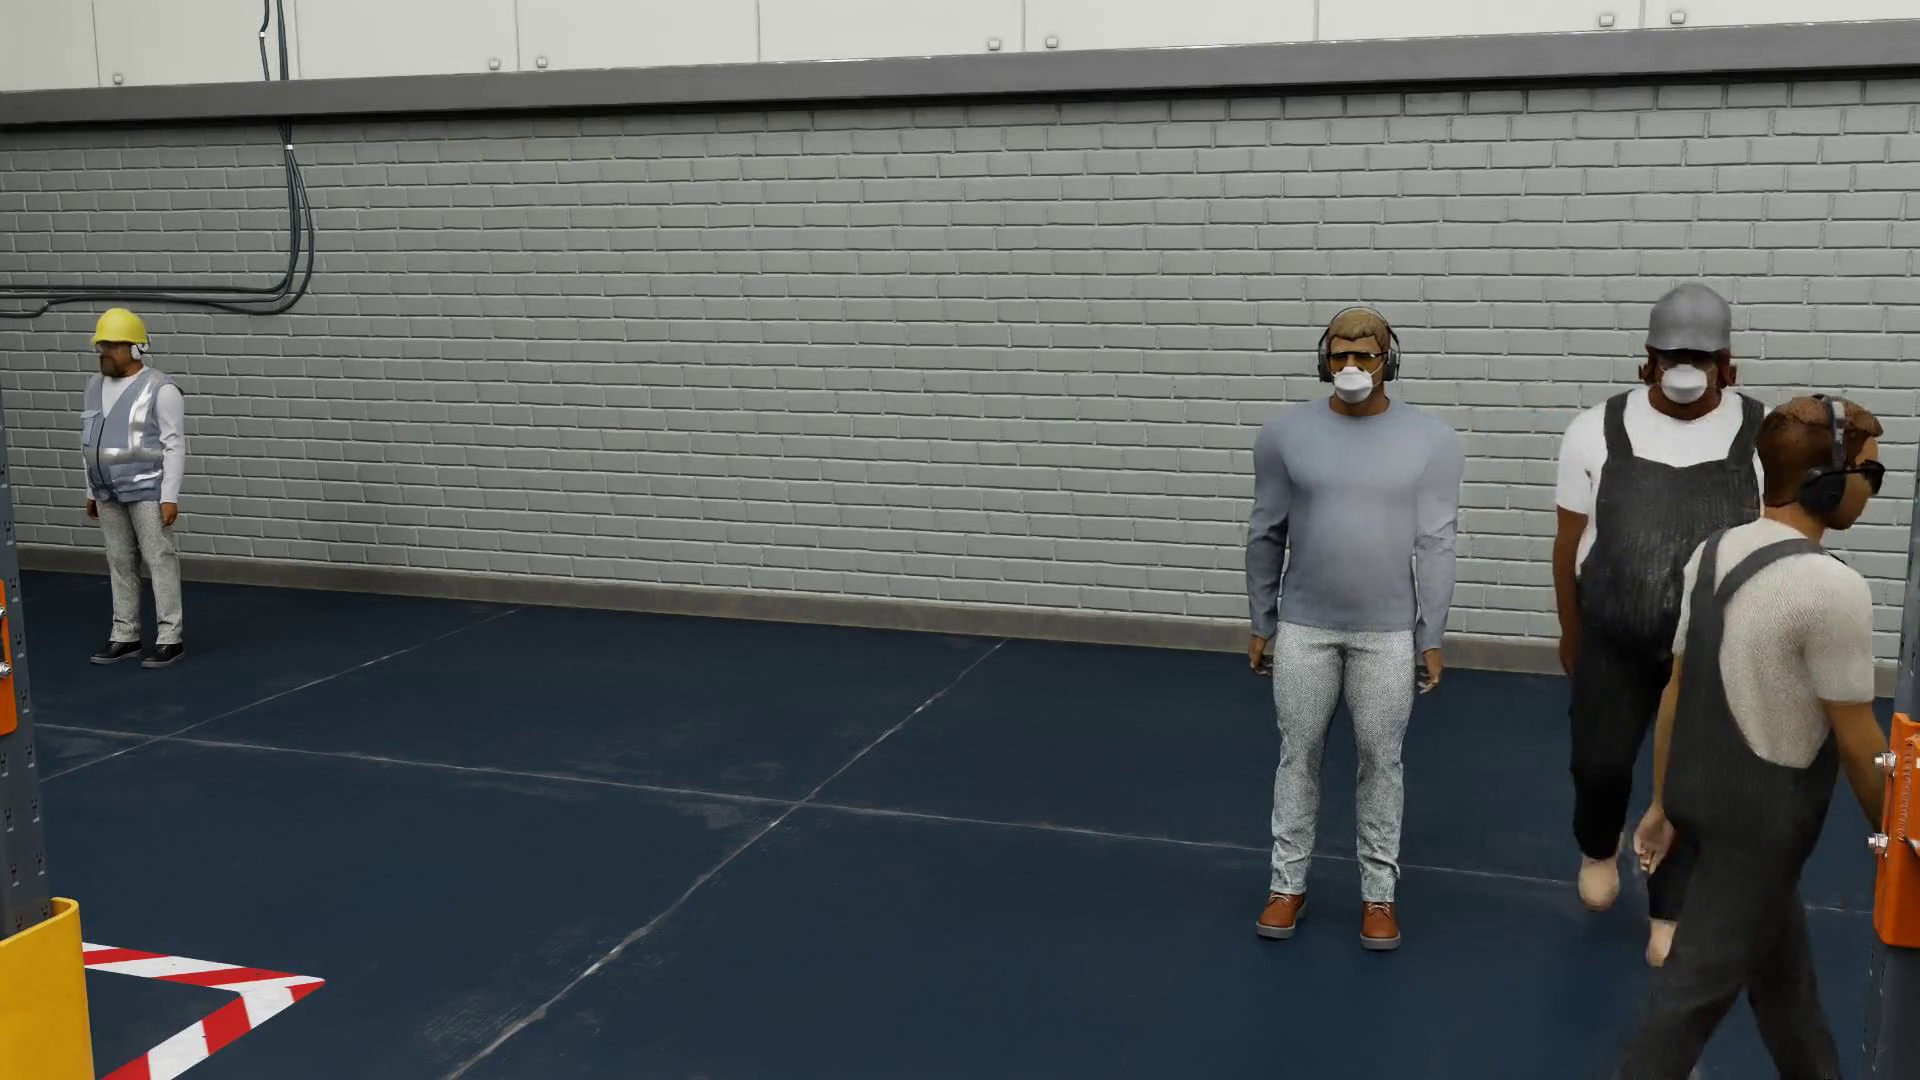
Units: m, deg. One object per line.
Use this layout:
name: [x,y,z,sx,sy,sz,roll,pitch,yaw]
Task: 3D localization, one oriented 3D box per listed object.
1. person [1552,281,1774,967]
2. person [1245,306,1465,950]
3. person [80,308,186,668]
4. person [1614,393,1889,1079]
person: [2.094,0.242,4.897,0.686,2.000,0.566,4,10,22]
person: [1.174,0.269,5.042,0.631,1.940,0.372,3,10,17]
person: [-4.243,-0.262,8.509,0.590,1.836,0.404,3,10,17]
person: [1.758,0.600,3.469,0.923,1.795,0.499,0,10,-1]
